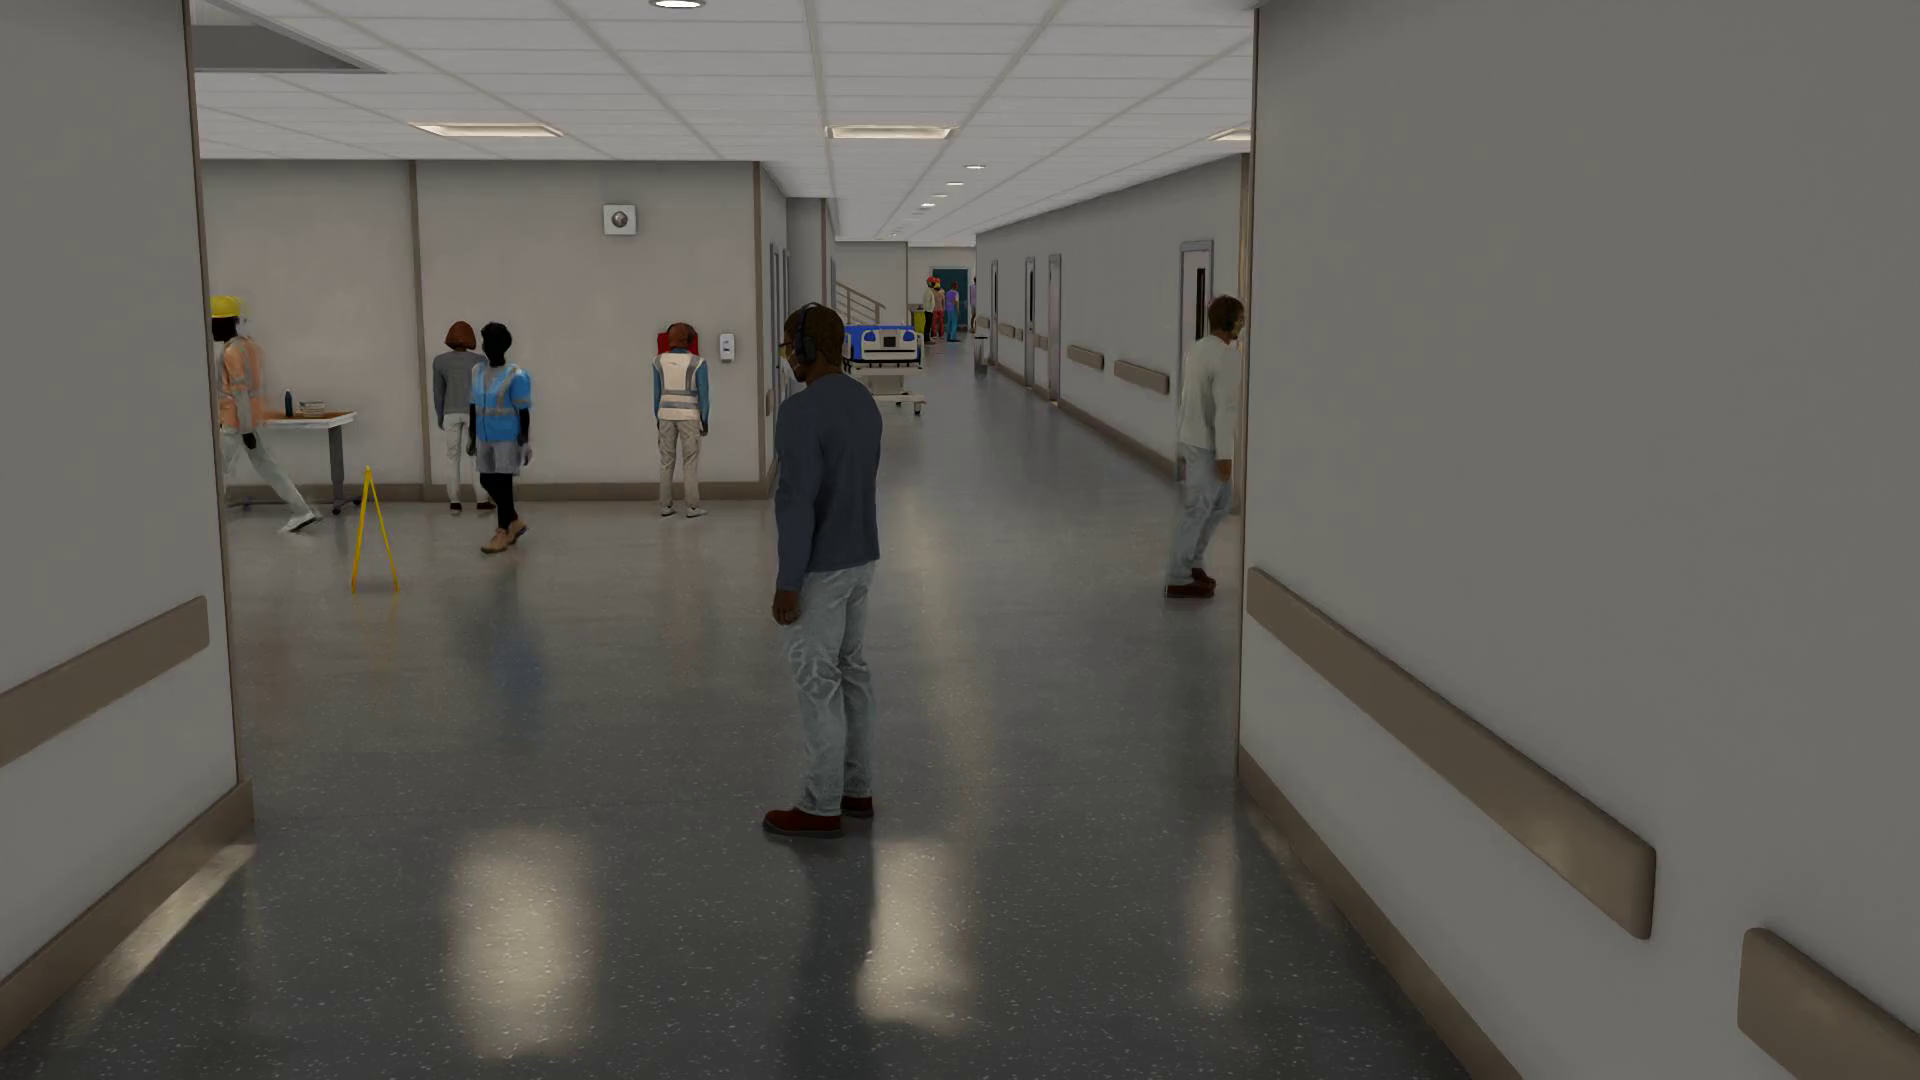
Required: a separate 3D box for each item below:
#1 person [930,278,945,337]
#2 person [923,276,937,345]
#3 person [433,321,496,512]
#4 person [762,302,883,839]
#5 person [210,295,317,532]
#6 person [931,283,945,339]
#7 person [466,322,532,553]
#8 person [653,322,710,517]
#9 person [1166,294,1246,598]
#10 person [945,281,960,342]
[{"bbox_3d":[-0.760,-7.609,54.503,0.542,1.928,0.400,-2,9,-12],"label":"person"},{"bbox_3d":[-0.871,-6.667,48.399,0.410,1.986,0.617,1,9,6],"label":"person"},{"bbox_3d":[-4.248,-1.053,14.249,0.501,1.631,0.287,0,9,3],"label":"person"},{"bbox_3d":[-0.486,0.109,6.046,0.381,1.928,0.636,3,10,21],"label":"person"},{"bbox_3d":[-5.549,-0.956,12.886,1.000,1.881,0.587,-2,9,-13],"label":"person"},{"bbox_3d":[-0.720,-7.238,52.664,0.525,1.769,0.310,-4,10,-24],"label":"person"},{"bbox_3d":[-3.364,-0.754,12.220,0.573,1.701,0.487,5,10,29],"label":"person"},{"bbox_3d":[-2.336,-1.001,13.936,0.509,1.628,0.318,3,9,16],"label":"person"},{"bbox_3d":[1.531,-0.571,10.400,0.527,1.905,0.633,-1,9,-7],"label":"person"},{"bbox_3d":[-0.231,-6.935,50.546,0.377,1.836,0.566,-7,11,-37],"label":"person"}]
